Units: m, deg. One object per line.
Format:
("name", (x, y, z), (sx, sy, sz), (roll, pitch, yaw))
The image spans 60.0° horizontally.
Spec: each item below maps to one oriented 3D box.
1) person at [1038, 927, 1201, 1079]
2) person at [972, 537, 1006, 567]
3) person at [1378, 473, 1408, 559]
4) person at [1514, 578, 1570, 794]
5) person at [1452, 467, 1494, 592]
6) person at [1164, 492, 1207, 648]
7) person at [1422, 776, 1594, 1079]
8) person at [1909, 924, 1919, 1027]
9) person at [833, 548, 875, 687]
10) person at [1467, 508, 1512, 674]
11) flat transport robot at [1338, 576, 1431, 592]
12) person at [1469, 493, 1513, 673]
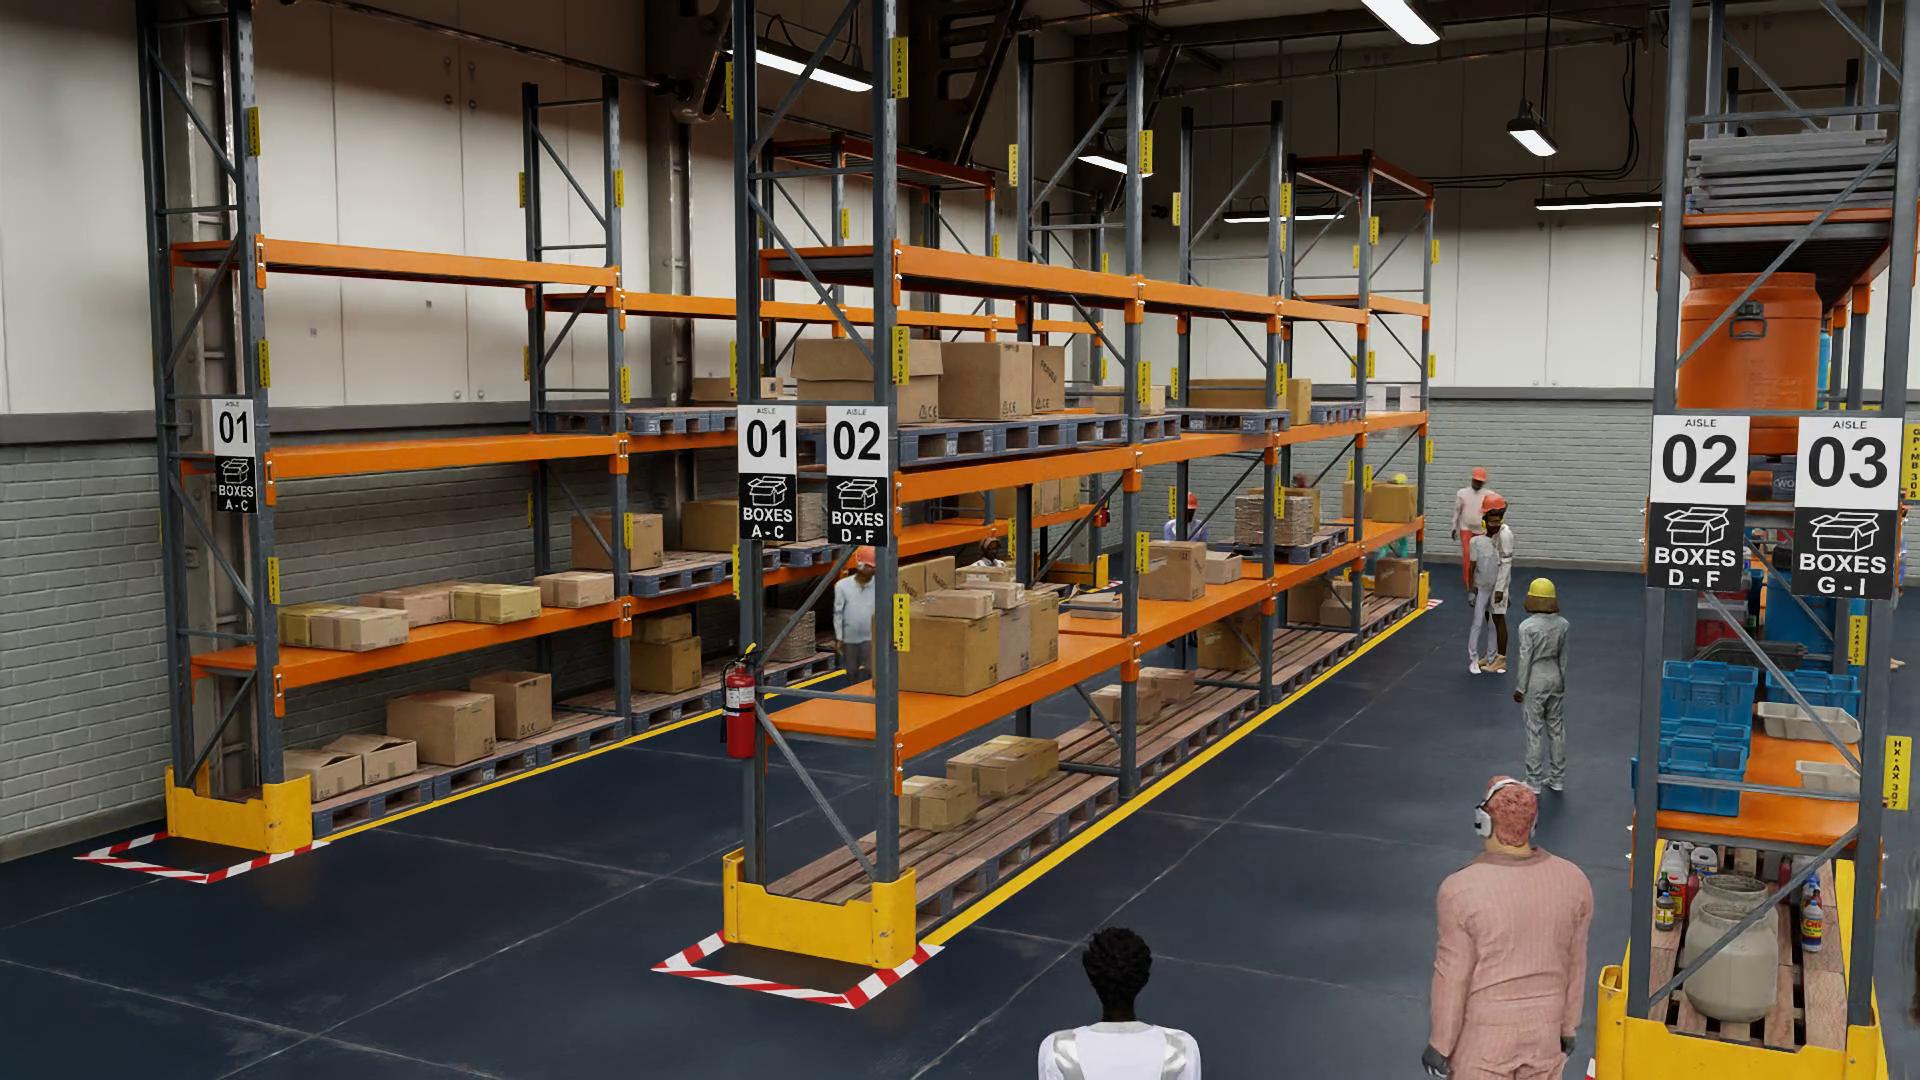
("person", (0.500, 2.051, 5.211), (0.532, 1.694, 0.319), (0, 6, -2))
("person", (0.306, 0.779, 17.842), (0.522, 1.638, 0.309), (-6, 8, -44))
("person", (7.124, -0.231, 27.252), (0.890, 1.727, 0.529), (-5, 8, -43))
("person", (4.702, 1.175, 13.490), (0.492, 1.742, 0.324), (-2, 6, -22))
("person", (7.982, -0.187, 25.814), (0.654, 1.948, 0.890), (2, 6, 16))
("person", (2.771, 0.374, 20.409), (0.546, 1.930, 0.392), (-1, 6, -9))
("person", (2.037, 1.836, 6.274), (0.639, 1.910, 0.406), (-2, 6, -15))
("person", (4.059, 1.848, 6.548), (0.465, 1.821, 0.601), (-2, 6, -18))
("person", (-0.944, 0.940, 15.947), (0.548, 1.708, 0.630), (0, 6, -4))
("person", (5.962, 0.576, 18.706), (0.520, 1.873, 0.328), (-1, 6, -10))
("flat transport robot", (6.387, 0.675, 25.435), (1.431, 0.197, 0.652), (-1, 6, -7))
("person", (6.020, 0.484, 18.797), (0.380, 2.039, 0.607), (0, 6, -2))
